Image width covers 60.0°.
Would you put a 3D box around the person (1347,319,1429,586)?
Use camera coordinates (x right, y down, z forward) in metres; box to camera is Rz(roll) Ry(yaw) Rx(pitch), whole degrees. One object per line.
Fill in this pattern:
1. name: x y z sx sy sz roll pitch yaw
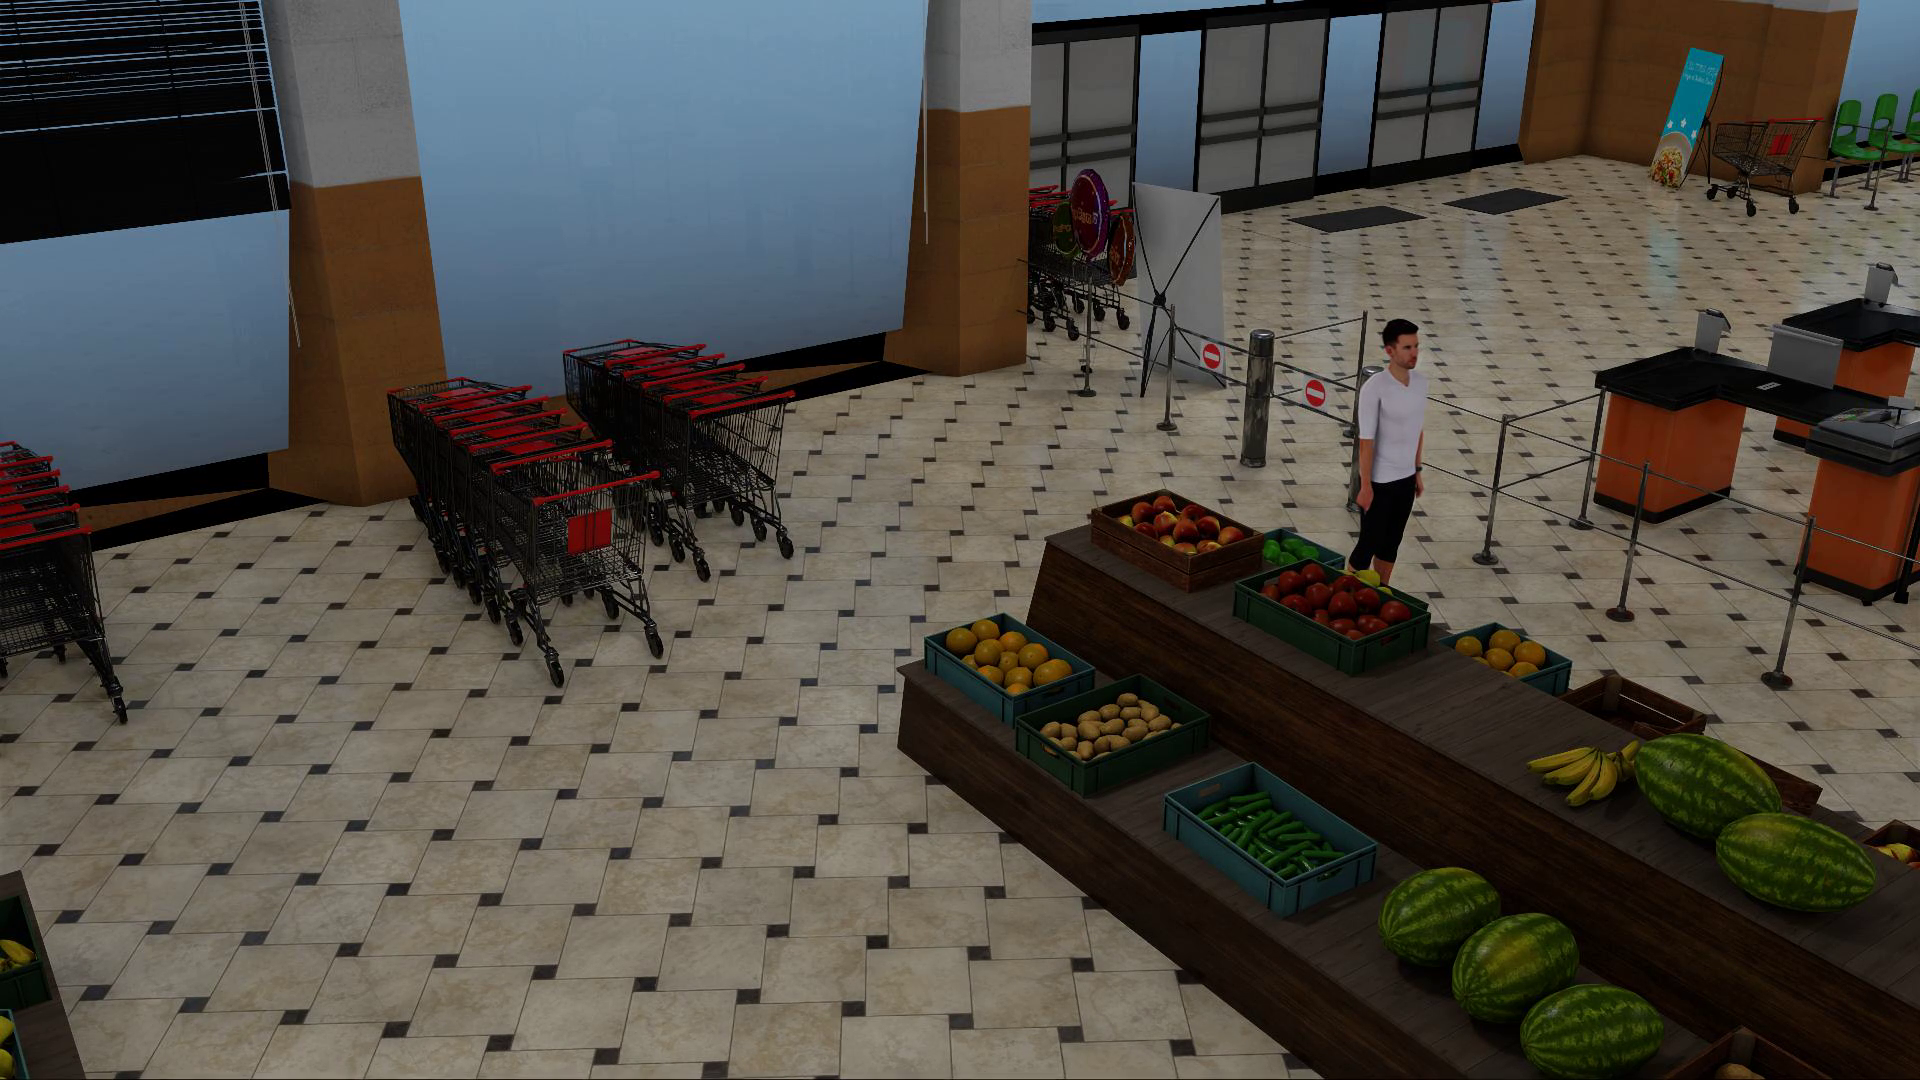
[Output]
1. person: 2.482 -0.383 9.657 0.652 1.852 0.542 -16 28 -32
